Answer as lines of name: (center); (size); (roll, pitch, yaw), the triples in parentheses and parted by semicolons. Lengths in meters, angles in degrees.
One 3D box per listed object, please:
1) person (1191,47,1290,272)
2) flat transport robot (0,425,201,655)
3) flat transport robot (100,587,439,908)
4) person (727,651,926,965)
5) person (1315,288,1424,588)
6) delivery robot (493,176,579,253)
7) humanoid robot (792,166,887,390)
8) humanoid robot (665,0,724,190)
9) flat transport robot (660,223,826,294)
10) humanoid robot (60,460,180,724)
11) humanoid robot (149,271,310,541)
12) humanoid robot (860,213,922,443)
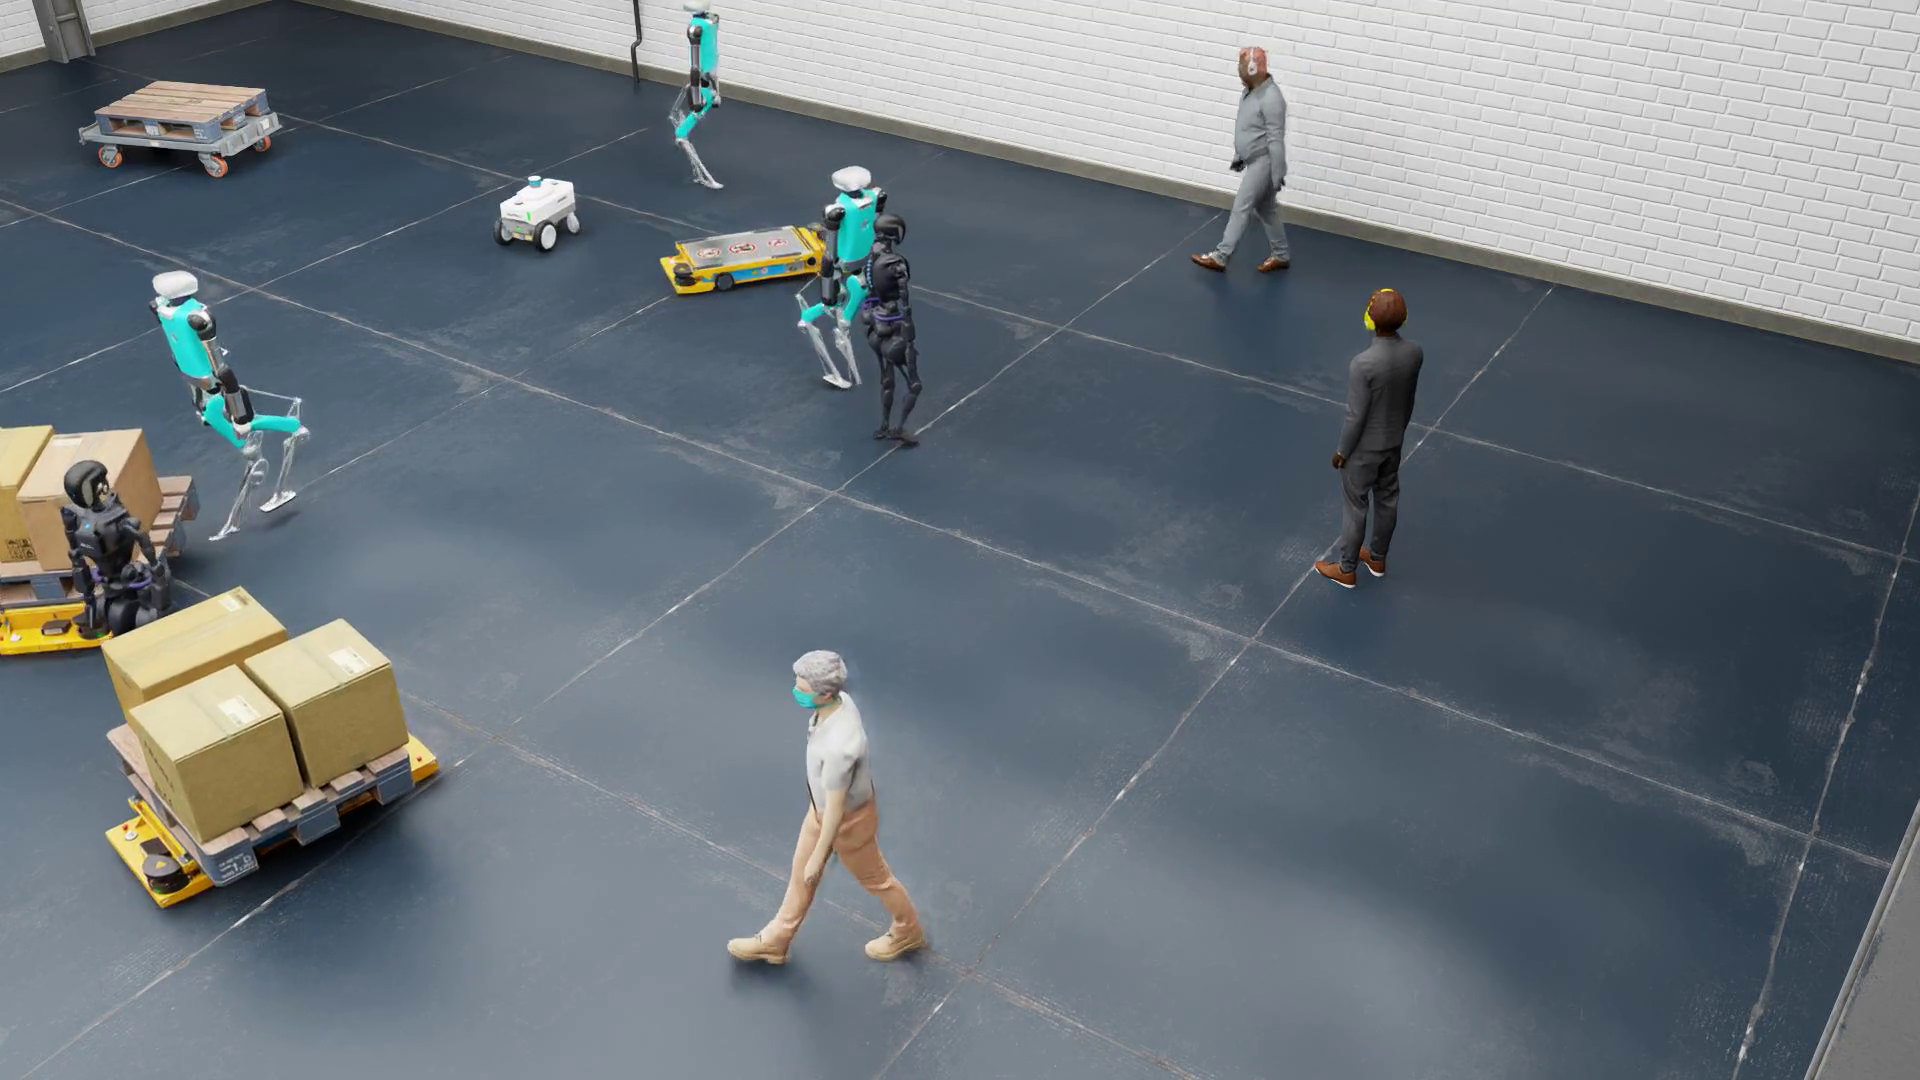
person: (2.368, -3.074, 13.573); (0.913, 1.854, 0.666); (-1, 33, -2)
flat transport robot: (-5.250, 0.188, 9.963); (0.659, 0.231, 1.431); (-5, 33, -8)
flat transport robot: (-3.417, 1.260, 8.295); (1.431, 0.231, 0.659); (-28, 42, -36)
person: (-0.563, 1.190, 7.085); (0.905, 1.699, 0.484); (-9, 34, -13)
person: (2.395, -0.577, 9.673); (0.492, 1.873, 0.354); (-16, 36, -23)
delivery robot: (-3.655, -2.853, 14.420); (0.521, 0.583, 0.752); (13, 35, 19)
humanoid robot: (-0.894, -1.802, 11.762); (0.766, 1.831, 0.540); (27, 42, 35)
humanoid robot: (-2.481, -4.068, 15.238); (0.628, 1.800, 0.534); (8, 34, 12)
flat transport robot: (-1.740, -2.355, 13.921); (1.431, 0.231, 0.659); (-12, 35, -18)
humanoid robot: (-4.224, 0.310, 8.469); (0.585, 1.648, 0.338); (9, 34, 14)
humanoid robot: (-4.435, -0.869, 10.271); (0.552, 1.800, 0.837); (21, 38, 29)
humanoid robot: (-0.475, -1.417, 11.156); (0.317, 1.655, 0.615); (-17, 36, -24)
